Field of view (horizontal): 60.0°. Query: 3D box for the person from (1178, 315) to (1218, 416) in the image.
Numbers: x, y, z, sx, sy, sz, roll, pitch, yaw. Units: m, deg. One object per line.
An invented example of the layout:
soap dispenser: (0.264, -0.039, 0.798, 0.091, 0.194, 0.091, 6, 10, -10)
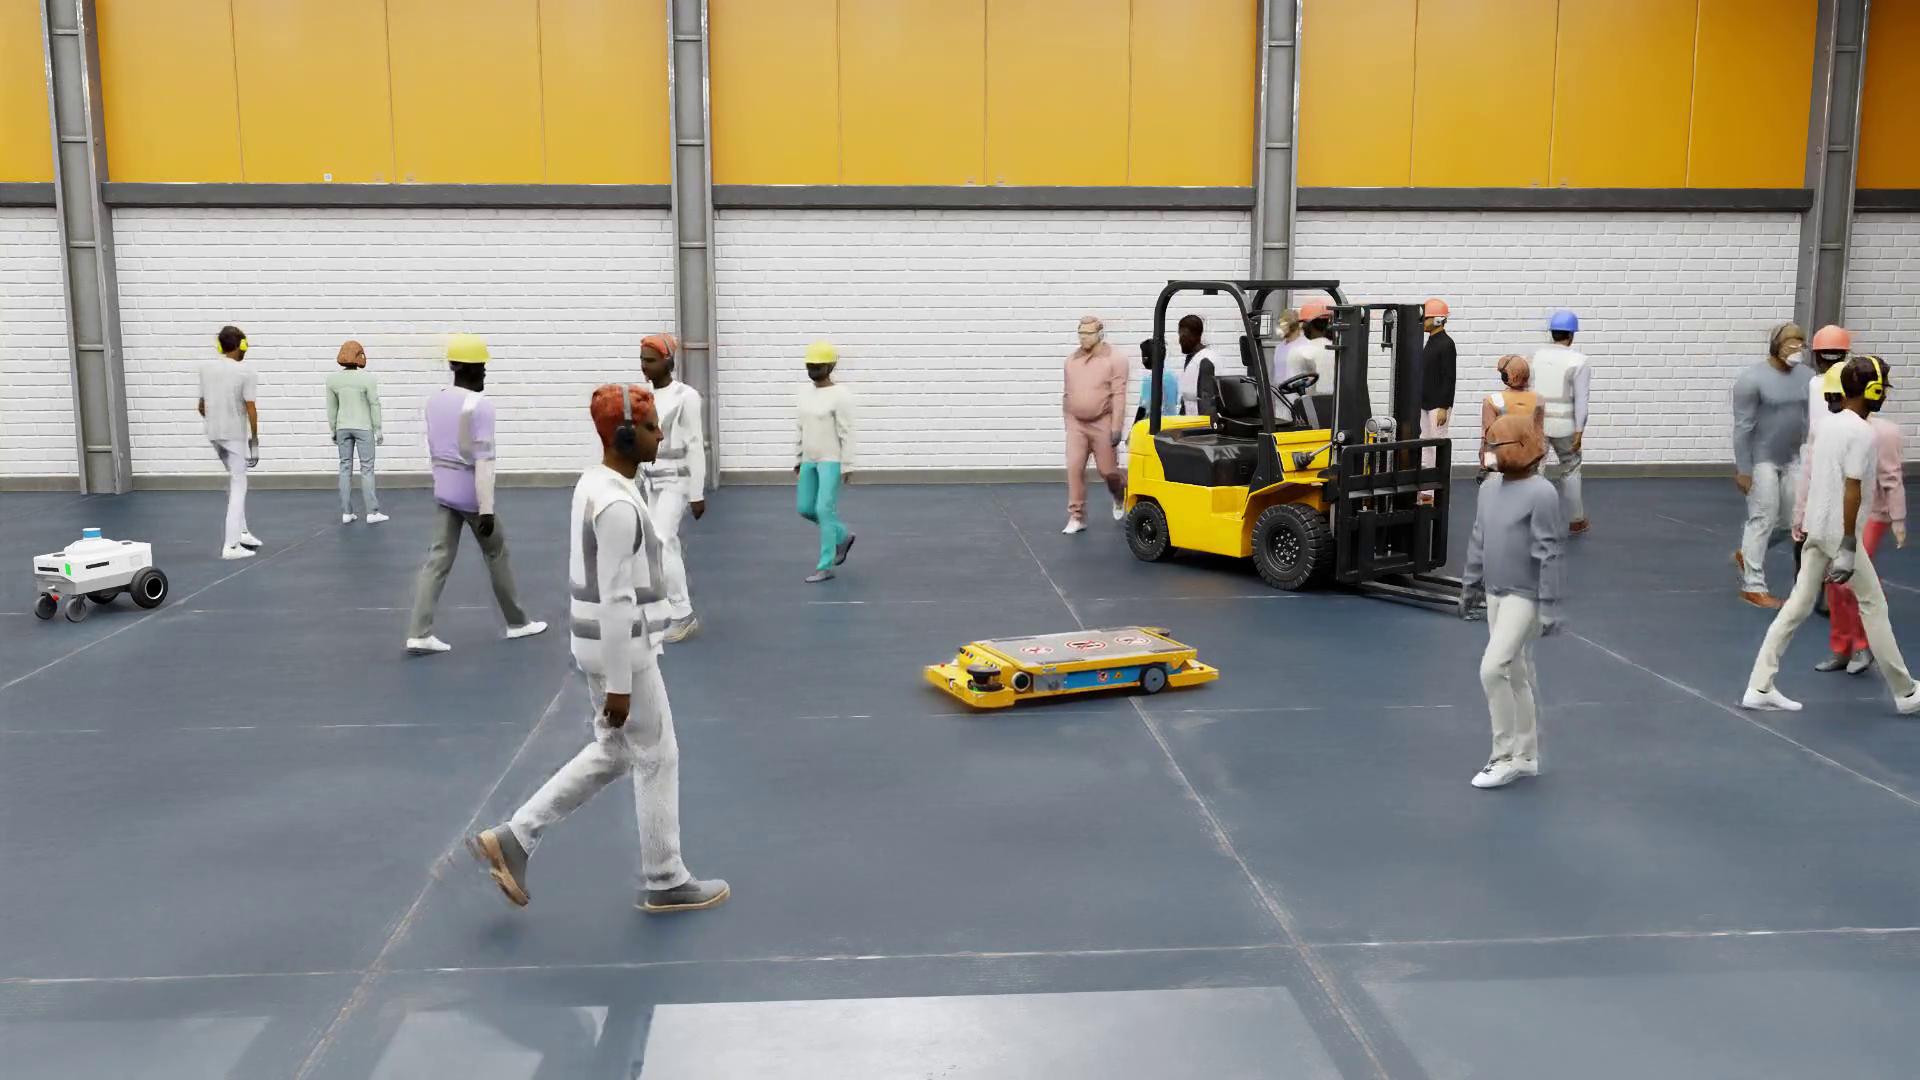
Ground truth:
person: (1.983, -0.965, 14.137, 0.658, 1.880, 0.718, 0, 9, 0)

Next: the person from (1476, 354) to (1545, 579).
person: (3.990, -0.519, 12.063, 0.514, 1.644, 0.308, -3, 9, -17)

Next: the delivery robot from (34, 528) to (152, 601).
delivery robot: (-5.666, 0.164, 10.884, 0.477, 0.478, 0.707, 3, 10, 21)

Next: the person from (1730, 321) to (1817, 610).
person: (5.374, -0.500, 11.096, 0.655, 1.915, 0.534, -3, 10, -18)

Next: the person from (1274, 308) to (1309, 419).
person: (3.259, -1.277, 16.017, 0.875, 1.909, 0.629, -3, 9, -17)

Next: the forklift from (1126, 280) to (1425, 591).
forklift: (2.301, -0.860, 12.475, 1.214, 2.155, 2.313, -6, 11, -35)

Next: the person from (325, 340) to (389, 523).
person: (-5.409, -0.966, 14.895, 0.498, 1.634, 0.281, 1, 9, 9)

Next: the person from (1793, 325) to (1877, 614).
person: (5.749, -0.474, 11.036, 0.556, 1.892, 0.959, 5, 10, 26)

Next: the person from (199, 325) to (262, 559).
person: (-5.768, -0.777, 13.146, 0.522, 1.815, 0.694, 2, 9, 12)

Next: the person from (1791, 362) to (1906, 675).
person: (4.888, -0.106, 9.142, 0.457, 1.741, 0.592, -4, 10, -25)

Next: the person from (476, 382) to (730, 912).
person: (-1.224, 0.393, 5.664, 0.775, 1.866, 0.584, -4, 10, -21)

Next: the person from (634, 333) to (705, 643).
person: (-1.807, -0.303, 10.022, 0.503, 1.867, 0.575, -8, 12, -41)

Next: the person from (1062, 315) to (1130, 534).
person: (1.182, -1.010, 14.409, 0.644, 1.877, 0.781, 5, 10, 29)

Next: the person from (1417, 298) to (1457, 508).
person: (4.494, -1.290, 15.801, 0.396, 1.992, 0.623, 0, 9, -2)

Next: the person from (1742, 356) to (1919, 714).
person: (4.472, -0.008, 8.330, 1.004, 1.807, 0.510, 0, 9, 0)

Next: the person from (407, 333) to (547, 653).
person: (-2.921, -0.278, 9.832, 0.601, 1.880, 0.974, 6, 11, 33)

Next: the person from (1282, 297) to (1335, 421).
person: (2.928, -0.970, 13.679, 0.634, 2.030, 0.477, -5, 10, -27)

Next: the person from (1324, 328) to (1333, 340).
person: (3.630, -1.296, 16.804, 0.319, 1.690, 0.531, -5, 10, -27)

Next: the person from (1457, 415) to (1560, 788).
person: (2.334, 0.266, 7.214, 0.555, 1.609, 0.521, -3, 9, -16)

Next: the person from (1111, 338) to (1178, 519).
person: (1.657, -0.936, 14.633, 0.836, 1.655, 0.540, 4, 10, 24)

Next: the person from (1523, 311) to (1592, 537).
person: (5.014, -0.958, 13.964, 0.620, 1.906, 0.904, 7, 12, 39)

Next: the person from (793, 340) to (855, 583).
person: (-0.961, -0.582, 12.105, 0.540, 1.751, 0.530, 8, 12, 41)

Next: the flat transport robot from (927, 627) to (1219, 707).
flat transport robot: (0.607, 0.664, 8.928, 1.431, 0.197, 0.652, -4, 10, -23)
